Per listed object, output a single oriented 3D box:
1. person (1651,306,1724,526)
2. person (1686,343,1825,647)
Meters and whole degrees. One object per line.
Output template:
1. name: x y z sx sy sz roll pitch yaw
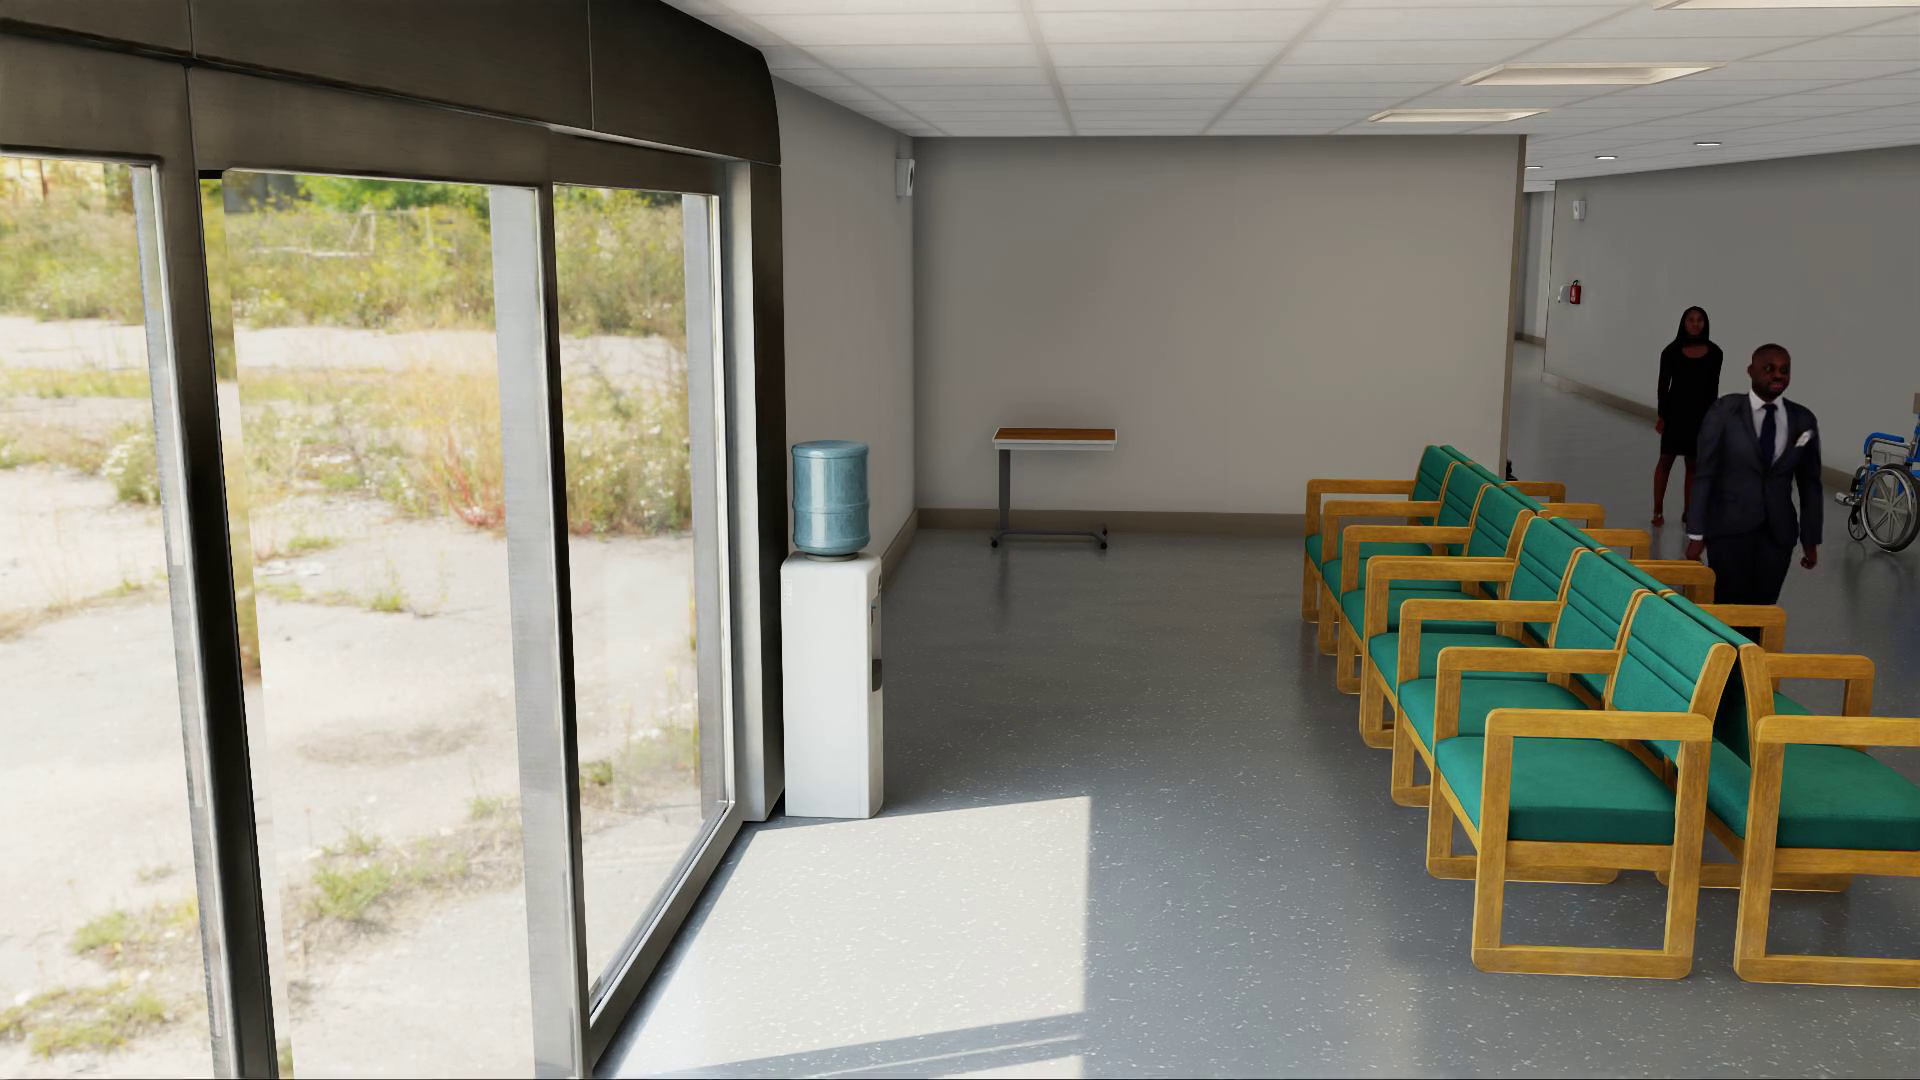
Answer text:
1. person: 5.701 -0.969 13.050 0.441 1.720 0.676 1 11 7
2. person: 3.663 -0.015 7.782 0.563 1.811 0.766 1 11 6
